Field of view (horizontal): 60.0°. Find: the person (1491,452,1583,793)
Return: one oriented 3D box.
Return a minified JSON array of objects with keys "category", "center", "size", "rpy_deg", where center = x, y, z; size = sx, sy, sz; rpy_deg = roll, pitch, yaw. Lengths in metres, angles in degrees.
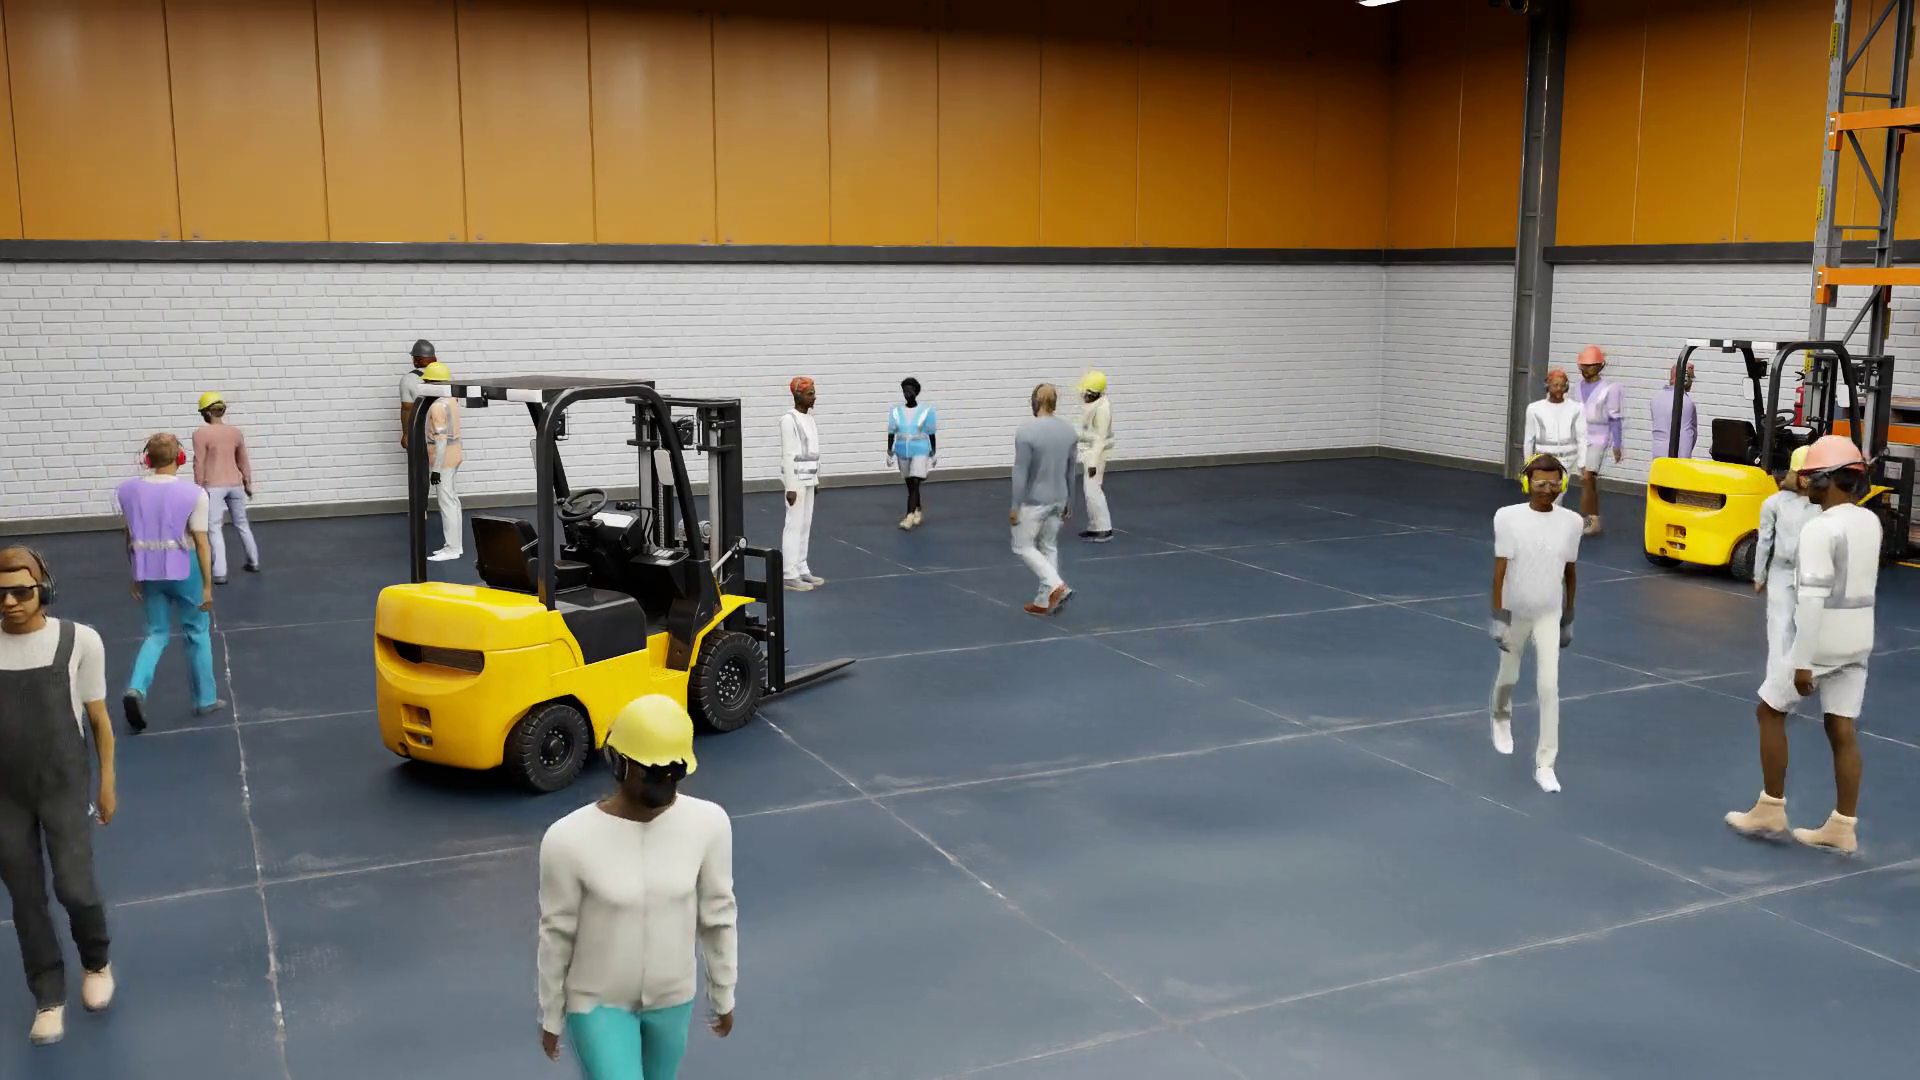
[{"category":"person","center":[3.188,0.400,9.285],"size":[0.490,1.827,0.946],"rpy_deg":[2,9,9]}]

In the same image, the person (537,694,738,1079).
[{"category":"person","center":[-0.893,1.217,4.541],"size":[0.529,1.715,0.848],"rpy_deg":[-5,11,-30]}]

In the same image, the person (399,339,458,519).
[{"category":"person","center":[-6.073,-1.261,18.908],"size":[0.539,2.000,0.689],"rpy_deg":[9,13,43]}]

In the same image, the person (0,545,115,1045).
[{"category":"person","center":[-3.345,0.921,6.010],"size":[0.501,1.833,0.400],"rpy_deg":[-3,10,-16]}]

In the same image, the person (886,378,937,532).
[{"category":"person","center":[-0.536,-0.937,18.096],"size":[0.545,1.647,0.895],"rpy_deg":[3,10,19]}]

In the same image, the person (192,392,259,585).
[{"category":"person","center":[-6.674,-0.491,15.164],"size":[0.498,1.722,0.717],"rpy_deg":[5,10,27]}]

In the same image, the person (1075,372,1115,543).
[{"category":"person","center":[1.393,-0.861,17.287],"size":[0.419,1.785,0.653],"rpy_deg":[0,9,-3]}]

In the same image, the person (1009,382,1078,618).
[{"category":"person","center":[0.693,-0.295,13.284],"size":[0.649,1.922,0.551],"rpy_deg":[-8,12,-42]}]

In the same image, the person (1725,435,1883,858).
[{"category":"person","center":[4.134,0.498,8.081],"size":[0.614,2.009,0.749],"rpy_deg":[-5,10,-29]}]

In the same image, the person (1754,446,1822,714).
[{"category":"person","center":[5.327,0.260,10.511],"size":[0.500,1.702,0.846],"rpy_deg":[2,9,10]}]

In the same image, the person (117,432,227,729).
[{"category":"person","center":[-4.899,0.249,10.262],"size":[0.572,1.817,0.720],"rpy_deg":[0,9,-1]}]

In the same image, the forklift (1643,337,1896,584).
[{"category":"forklift","center":[7.551,-0.789,15.507],"size":[2.313,2.155,1.214],"rpy_deg":[-4,10,-25]}]

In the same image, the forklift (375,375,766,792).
[{"category":"forklift","center":[-2.268,0.149,9.685],"size":[1.214,2.155,2.313],"rpy_deg":[6,11,32]}]

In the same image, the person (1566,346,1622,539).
[{"category":"person","center":[6.513,-1.011,17.419],"size":[0.860,2.014,0.648],"rpy_deg":[-5,11,-31]}]

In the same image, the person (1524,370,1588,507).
[{"category":"person","center":[5.920,-0.776,16.579],"size":[0.571,1.837,1.007],"rpy_deg":[1,9,7]}]

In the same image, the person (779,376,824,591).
[{"category":"person","center":[-1.403,-0.501,14.674],"size":[0.337,1.882,0.584],"rpy_deg":[3,10,16]}]

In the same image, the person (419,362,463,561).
[{"category":"person","center":[-5.024,-0.760,16.143],"size":[0.362,1.930,0.588],"rpy_deg":[-1,9,-6]}]

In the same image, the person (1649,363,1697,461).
[{"category":"person","center":[7.169,-0.830,16.682],"size":[0.404,1.900,0.641],"rpy_deg":[-1,9,-7]}]
